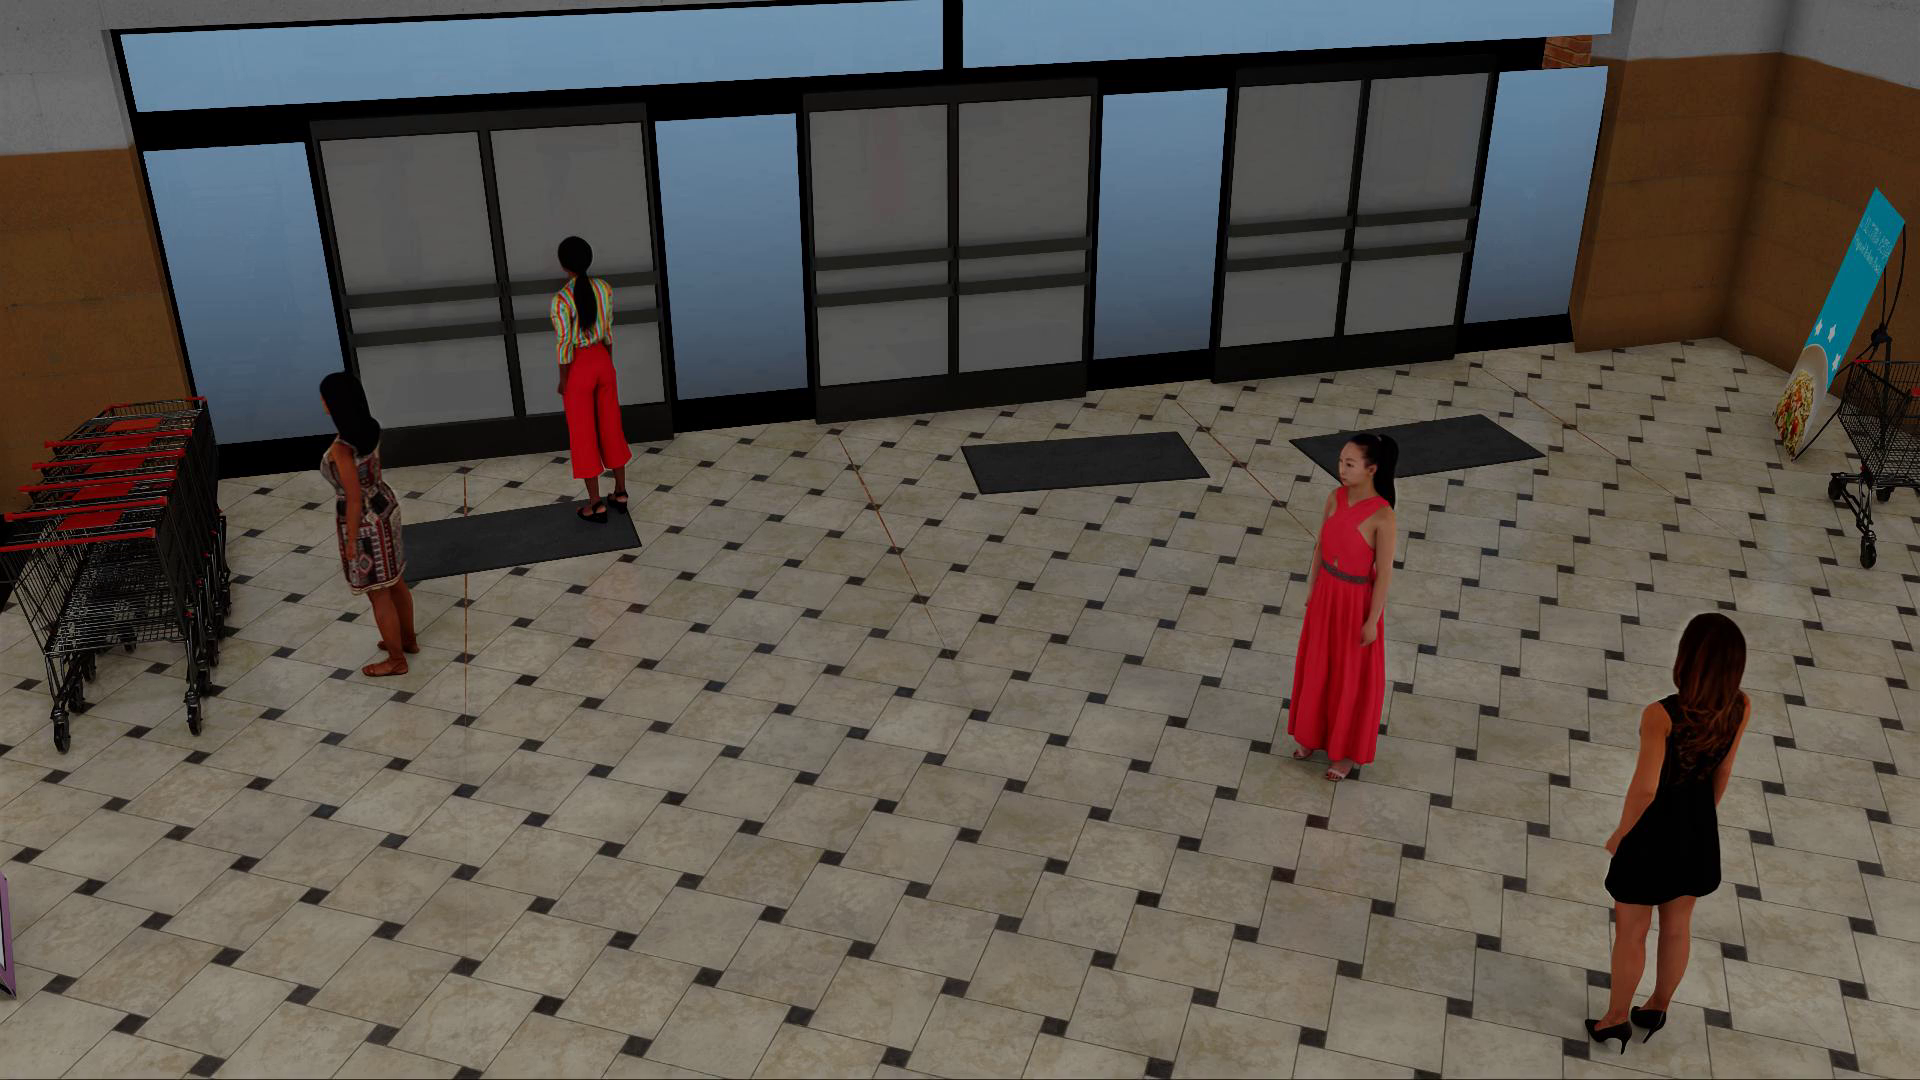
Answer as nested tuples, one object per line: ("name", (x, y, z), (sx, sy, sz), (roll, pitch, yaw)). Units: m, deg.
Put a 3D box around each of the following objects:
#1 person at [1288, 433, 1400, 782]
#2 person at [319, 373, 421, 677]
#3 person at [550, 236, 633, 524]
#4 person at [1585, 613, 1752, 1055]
("person", (1.766, 0.311, 7.585), (0.742, 1.726, 0.608), (-16, 31, -29))
("person", (-3.003, -0.081, 8.448), (0.767, 1.644, 0.575), (1, 27, 2))
("person", (-2.236, -0.955, 10.008), (0.703, 1.793, 0.677), (21, 34, 35))
("person", (2.531, 1.076, 5.957), (0.570, 1.835, 0.506), (-7, 28, -13))
